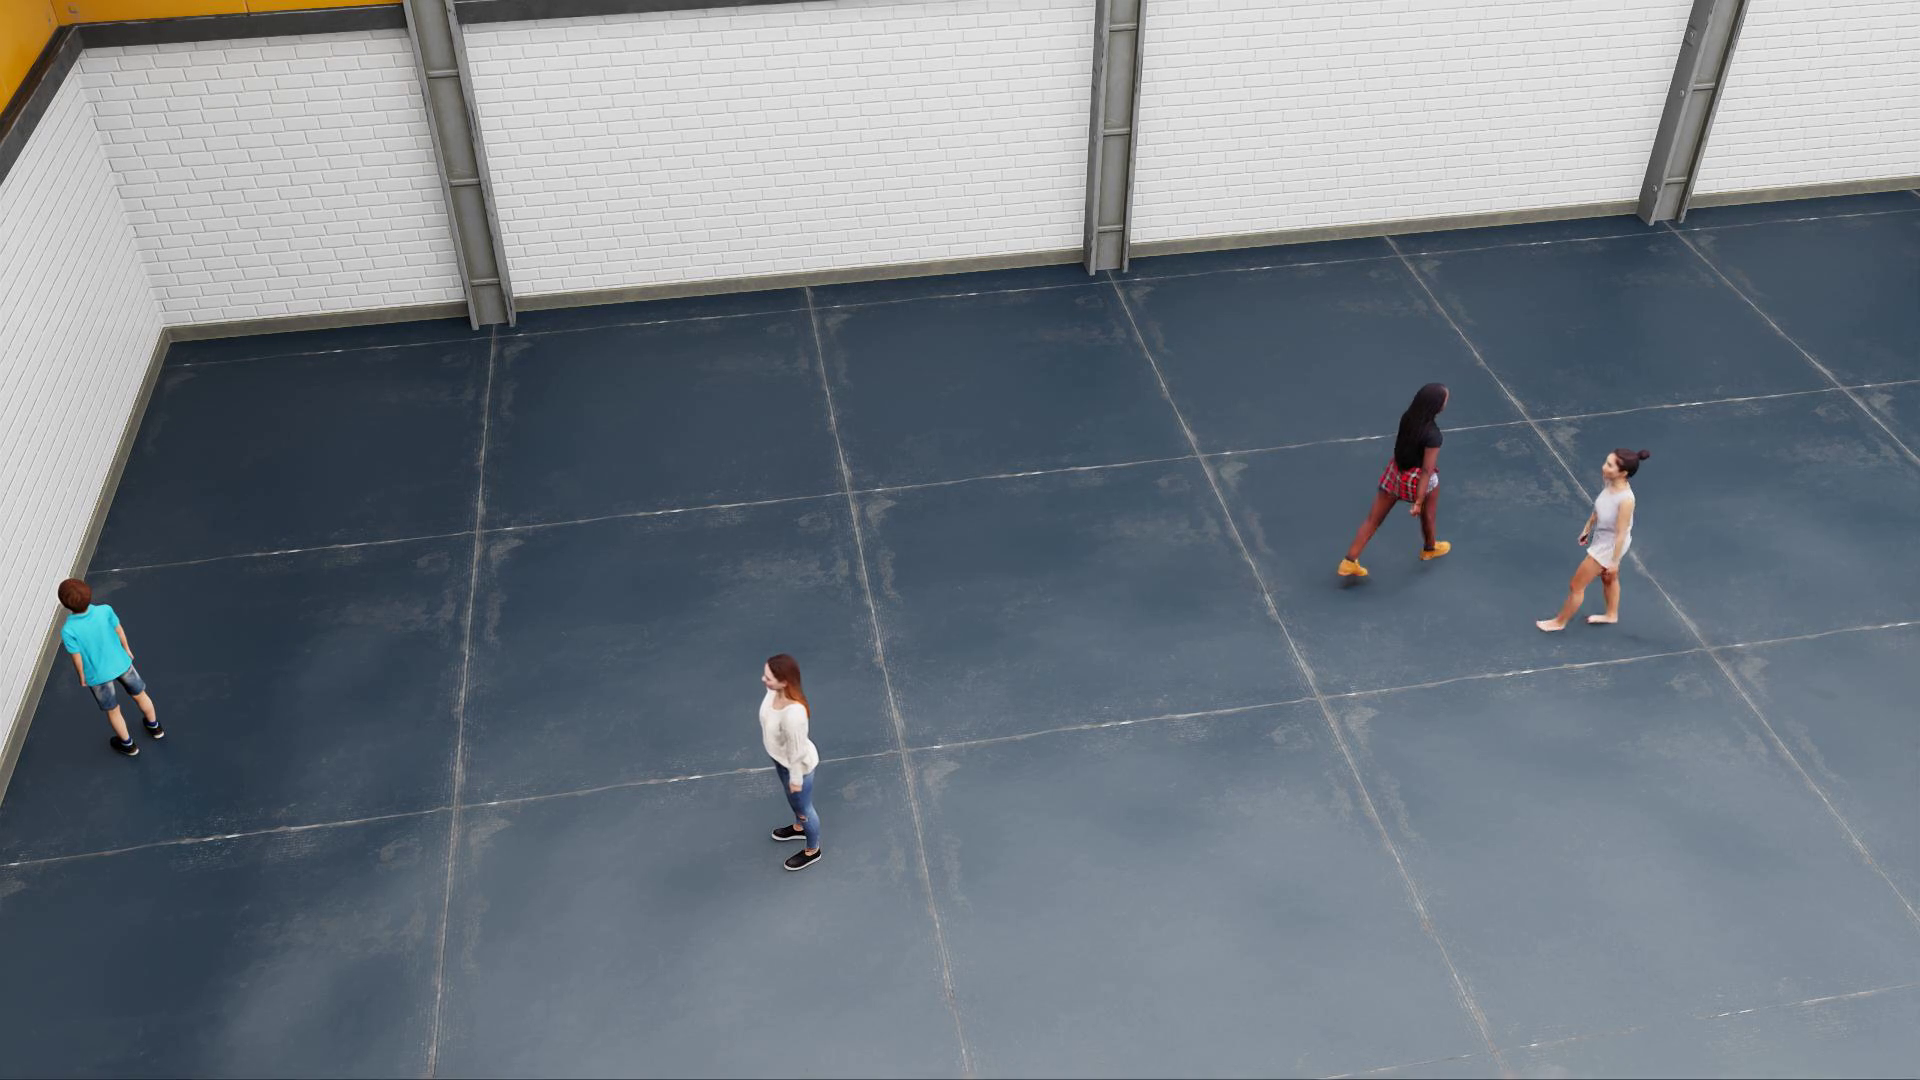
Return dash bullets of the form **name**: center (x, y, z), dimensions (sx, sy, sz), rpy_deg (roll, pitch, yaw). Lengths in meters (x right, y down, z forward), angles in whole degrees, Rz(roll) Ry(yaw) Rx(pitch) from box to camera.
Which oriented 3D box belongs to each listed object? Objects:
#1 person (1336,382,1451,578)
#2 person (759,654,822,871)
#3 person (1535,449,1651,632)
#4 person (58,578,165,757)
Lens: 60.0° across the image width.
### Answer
- **person**: center (3.258, -0.377, 12.389), dimensions (1.313, 1.667, 0.888), rpy_deg (-17, 42, -20)
- **person**: center (-1.029, 1.344, 10.213), dimensions (0.588, 1.693, 0.654), rpy_deg (-12, 40, -15)
- **person**: center (4.730, 0.034, 11.939), dimensions (0.924, 1.586, 0.699), rpy_deg (2, 39, 2)
- **person**: center (-5.675, 0.825, 11.058), dimensions (0.655, 1.449, 0.589), rpy_deg (26, 45, 29)
